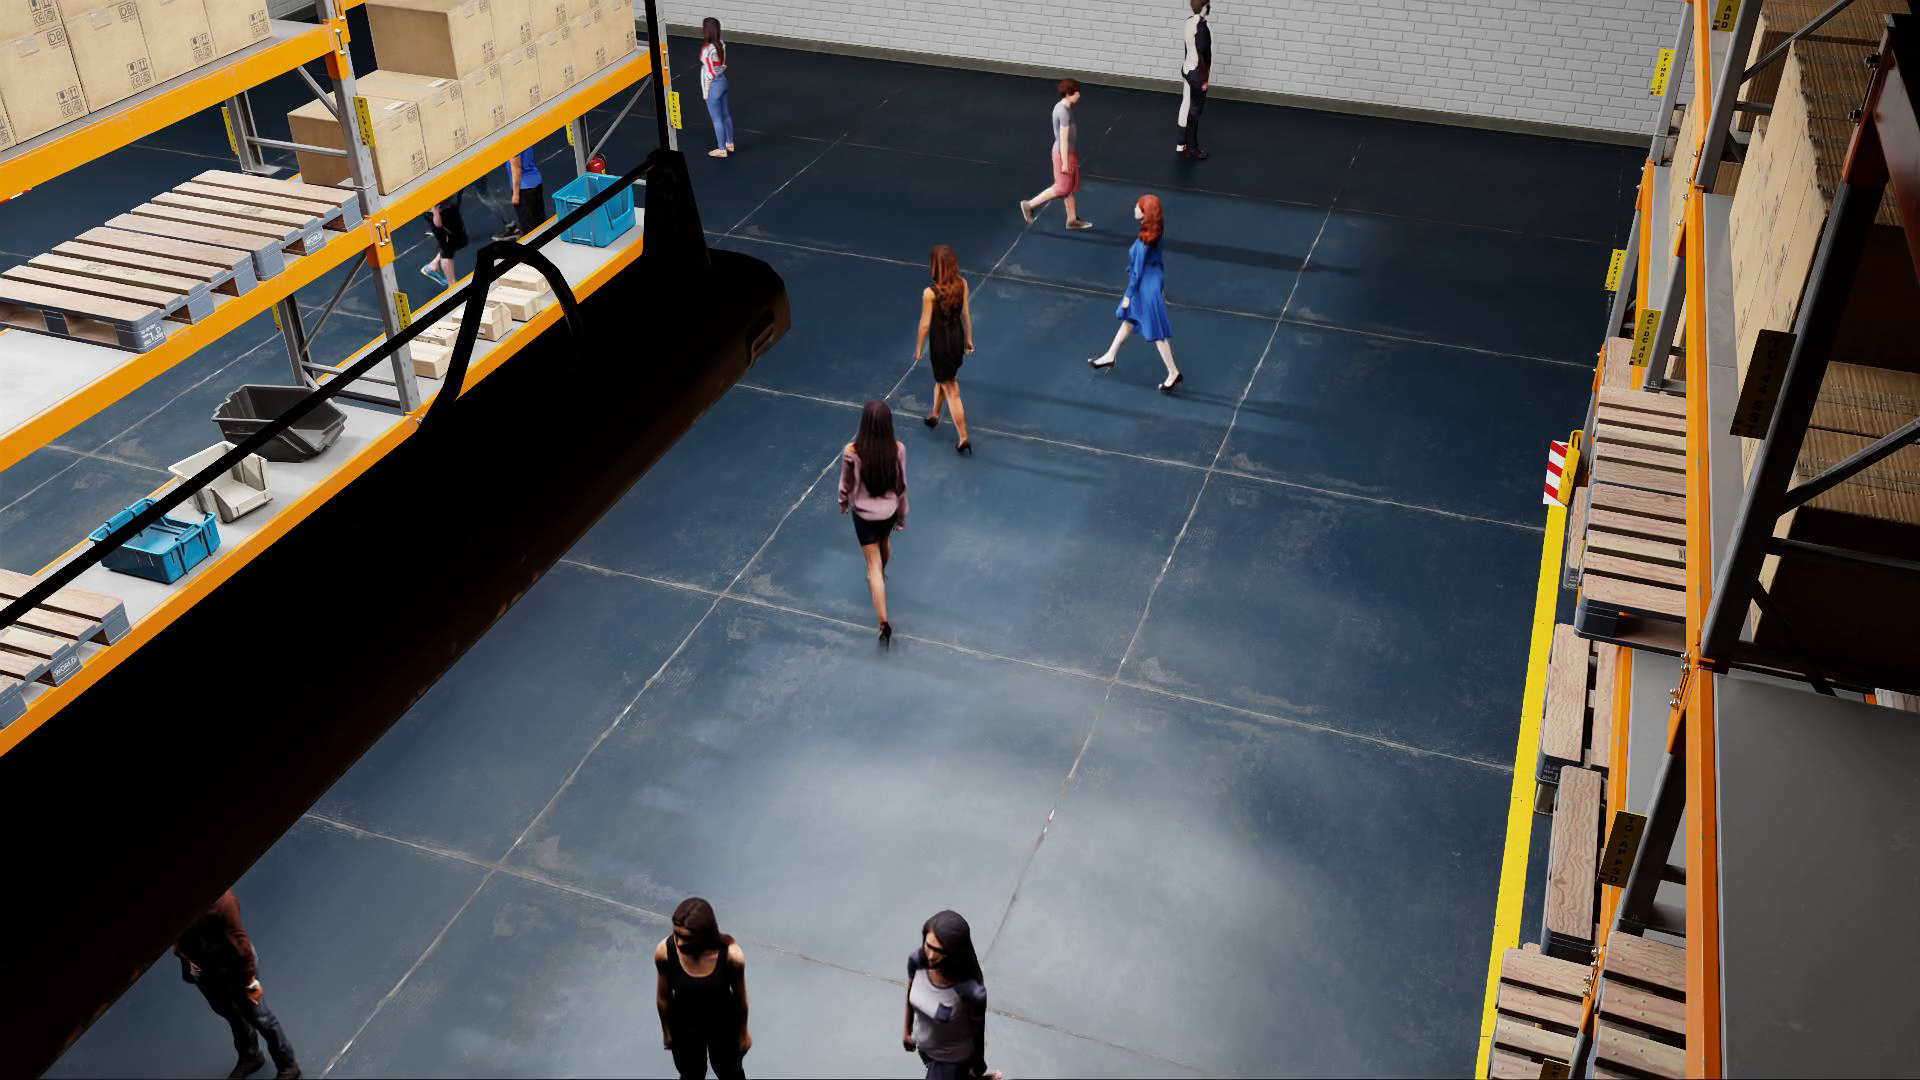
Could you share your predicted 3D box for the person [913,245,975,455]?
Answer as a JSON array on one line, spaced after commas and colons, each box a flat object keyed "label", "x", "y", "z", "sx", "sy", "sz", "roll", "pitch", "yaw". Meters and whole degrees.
[{"label": "person", "x": -0.045, "y": -1.491, "z": 13.545, "sx": 0.963, "sy": 1.809, "sz": 0.957, "roll": -22, "pitch": 40, "yaw": -30}]

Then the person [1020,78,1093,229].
[{"label": "person", "x": 1.022, "y": -4.044, "z": 17.546, "sx": 0.825, "sy": 1.631, "sz": 1.008, "roll": 2, "pitch": 34, "yaw": 3}]

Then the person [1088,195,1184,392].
[{"label": "person", "x": 1.708, "y": -2.089, "z": 14.472, "sx": 0.711, "sy": 1.779, "sz": 1.072, "roll": 13, "pitch": 36, "yaw": 19}]

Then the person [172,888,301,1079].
[{"label": "person", "x": -3.629, "y": 2.080, "z": 8.200, "sx": 0.633, "sy": 1.777, "sz": 0.494, "roll": 12, "pitch": 35, "yaw": 17}]

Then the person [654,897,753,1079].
[{"label": "person", "x": -1.205, "y": 2.314, "z": 7.929, "sx": 0.646, "sy": 1.687, "sz": 0.627, "roll": 2, "pitch": 34, "yaw": 2}]

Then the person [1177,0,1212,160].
[{"label": "person", "x": 2.741, "y": -5.424, "z": 19.386, "sx": 0.832, "sy": 1.893, "sz": 0.727, "roll": -8, "pitch": 34, "yaw": -12}]

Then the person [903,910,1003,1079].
[{"label": "person", "x": -0.026, "y": 2.354, "z": 7.884, "sx": 0.882, "sy": 1.671, "sz": 1.173, "roll": 27, "pitch": 42, "yaw": 34}]

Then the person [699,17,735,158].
[{"label": "person", "x": -2.850, "y": -5.304, "z": 19.458, "sx": 0.656, "sy": 1.612, "sz": 0.441, "roll": 13, "pitch": 36, "yaw": 18}]

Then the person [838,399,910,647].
[{"label": "person", "x": -0.573, "y": -0.086, "z": 11.479, "sx": 1.017, "sy": 1.755, "sz": 1.173, "roll": -8, "pitch": 35, "yaw": -12}]
